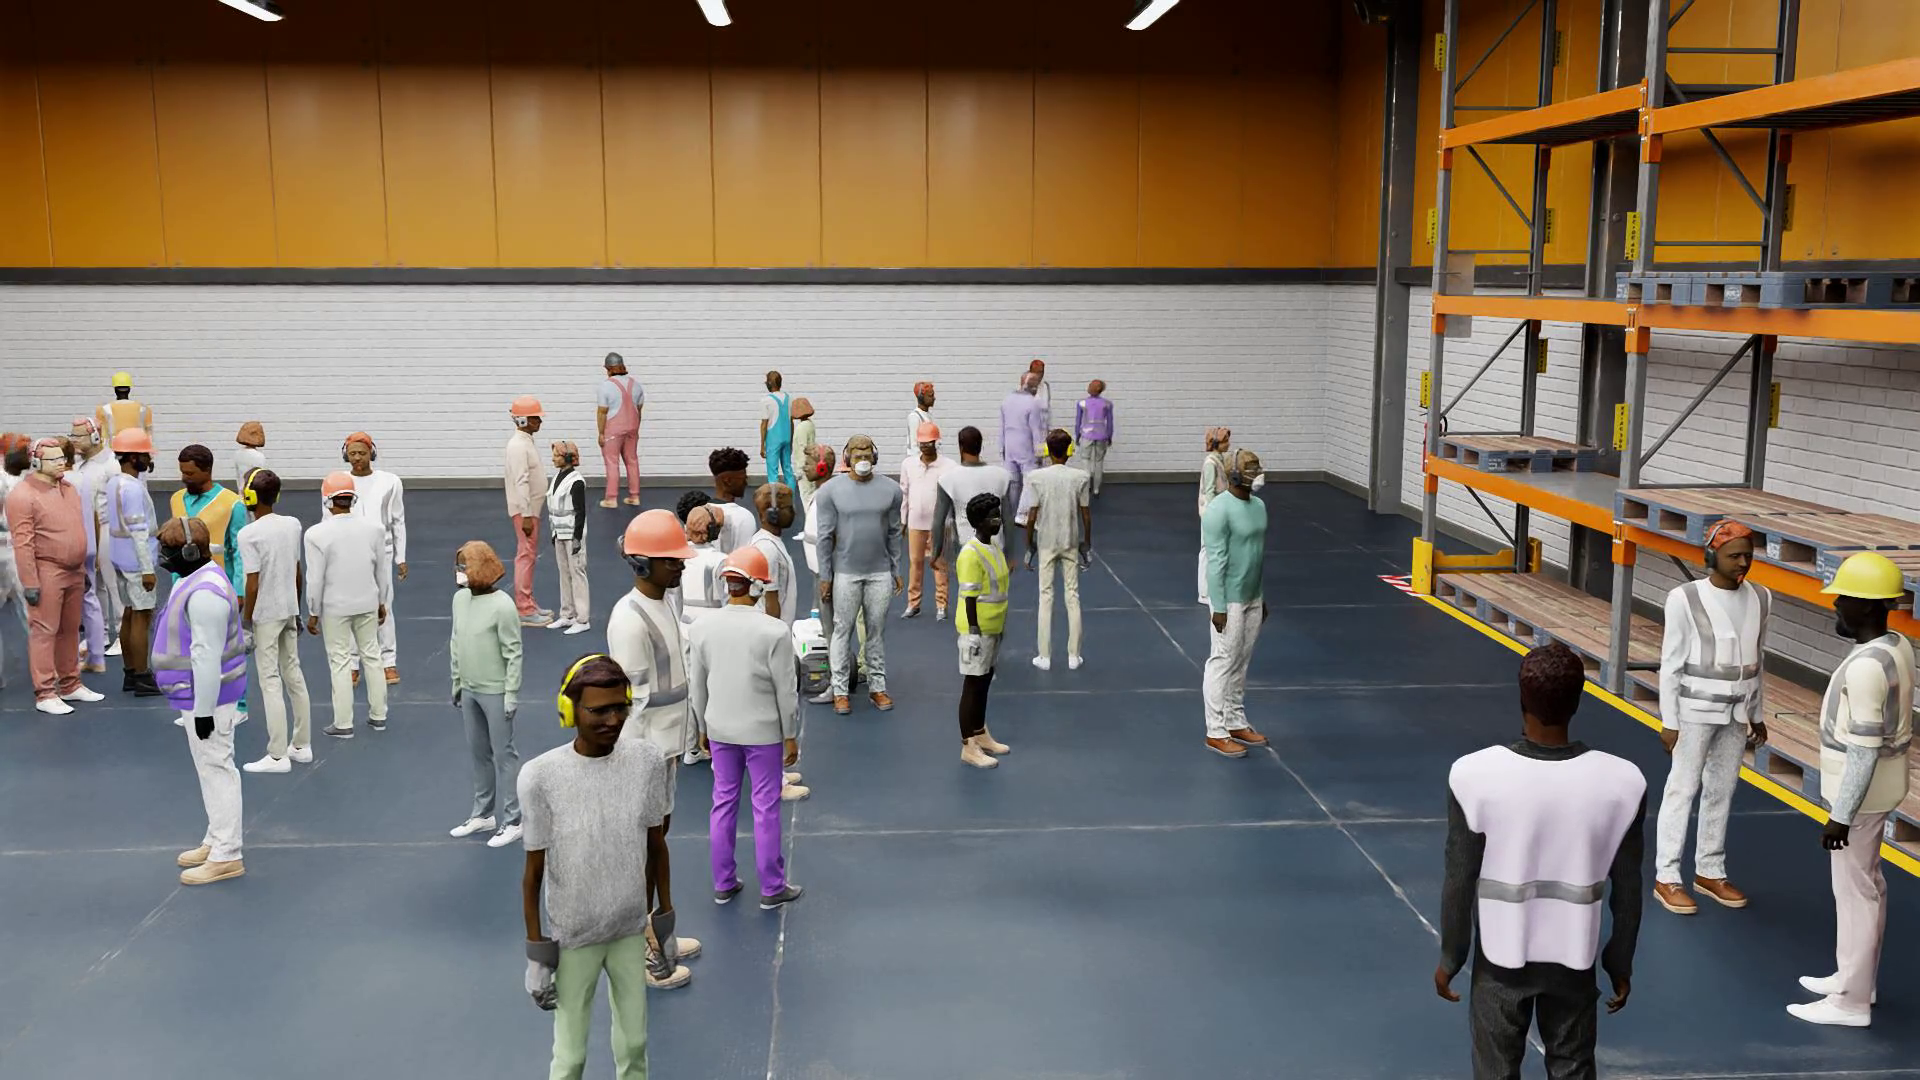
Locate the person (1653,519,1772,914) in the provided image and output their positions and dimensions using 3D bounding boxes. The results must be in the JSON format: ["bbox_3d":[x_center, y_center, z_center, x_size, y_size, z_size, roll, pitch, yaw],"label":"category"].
[{"bbox_3d":[3.585,0.833,7.916,0.584,1.882,0.337,-3,9,-17],"label":"person"}]

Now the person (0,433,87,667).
[{"bbox_3d":[-7.241,0.100,12.713,0.943,1.838,0.573,-2,9,-15],"label":"person"}]

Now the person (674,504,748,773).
[{"bbox_3d":[-1.543,0.599,10.154,0.511,1.640,0.308,7,12,38],"label":"person"}]

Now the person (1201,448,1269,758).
[{"bbox_3d":[1.761,0.387,10.547,0.372,1.940,0.632,7,11,36],"label":"person"}]

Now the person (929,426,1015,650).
[{"bbox_3d":[0.074,0.072,12.753,0.597,1.866,0.945,-5,10,-27],"label":"person"}]

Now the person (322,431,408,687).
[{"bbox_3d":[-4.381,0.141,12.261,0.585,1.882,0.344,-3,10,-20],"label":"person"}]

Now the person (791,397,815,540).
[{"bbox_3d":[-1.785,-0.817,19.063,0.277,1.631,0.507,1,9,9],"label":"person"}]

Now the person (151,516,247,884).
[{"bbox_3d":[-3.813,0.789,8.363,0.430,1.836,0.626,-5,10,-28],"label":"person"}]

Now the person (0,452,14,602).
[{"bbox_3d":[-8.964,-0.344,15.086,0.610,1.961,0.633,6,11,35],"label":"person"}]

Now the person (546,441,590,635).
[{"bbox_3d":[-3.315,-0.027,14.081,0.307,1.641,0.511,-7,11,-38],"label":"person"}]

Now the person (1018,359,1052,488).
[{"bbox_3d":[1.042,-1.540,22.850,0.583,1.879,0.365,-8,12,-41],"label":"person"}]

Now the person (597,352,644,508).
[{"bbox_3d":[-4.496,-1.451,21.771,0.535,2.000,0.683,8,12,41],"label":"person"}]

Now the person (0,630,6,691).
[{"bbox_3d":[-7.105,0.182,11.845,0.415,1.939,0.604,-1,9,-7],"label":"person"}]

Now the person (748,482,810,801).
[{"bbox_3d":[-1.069,0.581,9.622,0.341,1.846,0.511,-2,9,-12],"label":"person"}]

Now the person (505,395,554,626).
[{"bbox_3d":[-3.735,-0.256,14.408,0.382,1.993,0.622,-2,9,-11],"label":"person"}]

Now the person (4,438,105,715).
[{"bbox_3d":[-6.276,0.242,11.562,0.409,1.907,0.650,1,9,5],"label":"person"}]

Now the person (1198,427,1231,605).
[{"bbox_3d":[2.341,-0.220,15.294,0.309,1.638,0.522,3,9,16],"label":"person"}]

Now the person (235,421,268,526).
[{"bbox_3d":[-6.771,-0.330,16.007,0.500,1.633,0.280,7,12,39],"label":"person"}]

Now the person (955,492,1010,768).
[{"bbox_3d":[0.144,0.552,10.304,0.317,1.686,0.538,3,9,17],"label":"person"}]

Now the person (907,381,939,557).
[{"bbox_3d":[-0.393,-0.769,17.981,0.352,1.883,0.580,2,9,12],"label":"person"}]

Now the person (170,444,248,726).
[{"bbox_3d":[-5.020,0.305,11.145,0.587,1.913,0.391,3,10,18],"label":"person"}]

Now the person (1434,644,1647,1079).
[{"bbox_3d":[1.765,1.267,5.086,0.598,1.917,0.378,1,9,5],"label":"person"}]

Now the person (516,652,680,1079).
[{"bbox_3d":[-1.139,1.265,5.290,0.509,1.863,0.326,-6,11,-35],"label":"person"}]

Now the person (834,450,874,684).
[{"bbox_3d":[-0.763,0.192,12.348,0.334,1.749,0.576,-1,9,-4],"label":"person"}]

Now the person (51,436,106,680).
[{"bbox_3d":[-6.658,0.136,12.468,0.358,1.835,0.516,3,9,17],"label":"person"}]

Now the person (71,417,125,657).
[{"bbox_3d":[-6.876,-0.025,13.237,0.651,1.906,0.403,4,10,23],"label":"person"}]

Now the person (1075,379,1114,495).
[{"bbox_3d":[1.838,-1.398,22.777,0.533,1.611,0.609,1,9,4],"label":"person"}]

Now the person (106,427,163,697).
[{"bbox_3d":[-5.917,0.158,11.991,0.364,1.938,0.543,-8,12,-40],"label":"person"}]

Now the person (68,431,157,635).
[{"bbox_3d":[-7.249,-0.080,13.958,0.742,1.787,0.603,-1,9,-7],"label":"person"}]

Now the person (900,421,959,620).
[{"bbox_3d":[-0.280,-0.167,14.603,0.561,1.753,0.330,2,9,15],"label":"person"}]

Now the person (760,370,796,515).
[{"bbox_3d":[-2.294,-1.207,20.900,0.502,1.837,0.349,-9,13,-43],"label":"person"}]

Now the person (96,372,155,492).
[{"bbox_3d":[-9.563,-0.960,19.088,0.587,1.919,0.398,-7,11,-38],"label":"person"}]

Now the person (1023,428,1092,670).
[{"bbox_3d":[0.752,0.070,12.776,0.531,1.864,0.316,-1,9,-5],"label":"person"}]

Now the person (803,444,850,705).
[{"bbox_3d":[-0.921,0.238,11.771,0.389,1.845,0.564,-1,9,-9],"label":"person"}]

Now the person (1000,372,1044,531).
[{"bbox_3d":[0.690,-1.065,19.864,0.489,1.889,0.821,-8,12,-40],"label":"person"}]

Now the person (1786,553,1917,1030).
[{"bbox_3d":[3.608,1.005,6.703,0.366,1.927,0.585,7,11,36],"label":"person"}]

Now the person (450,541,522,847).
[{"bbox_3d":[-2.528,0.810,8.847,0.508,1.632,0.264,7,11,36],"label":"person"}]

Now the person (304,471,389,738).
[{"bbox_3d":[-4.040,0.417,10.938,0.341,1.750,0.567,8,12,42],"label":"person"}]

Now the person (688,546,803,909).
[{"bbox_3d":[-1.012,0.893,7.974,0.560,1.743,0.334,3,10,21],"label":"person"}]

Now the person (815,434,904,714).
[{"bbox_3d":[-0.685,0.231,11.523,0.635,1.938,0.361,-3,10,-21],"label":"person"}]

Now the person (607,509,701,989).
[{"bbox_3d":[-1.292,0.878,7.141,0.391,2.040,0.615,0,9,1],"label":"person"}]

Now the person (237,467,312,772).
[{"bbox_3d":[-4.207,0.486,10.137,0.329,1.873,0.515,3,9,17],"label":"person"}]

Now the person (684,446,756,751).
[{"bbox_3d":[-1.455,0.392,10.440,0.610,1.963,0.364,8,12,40],"label":"person"}]
